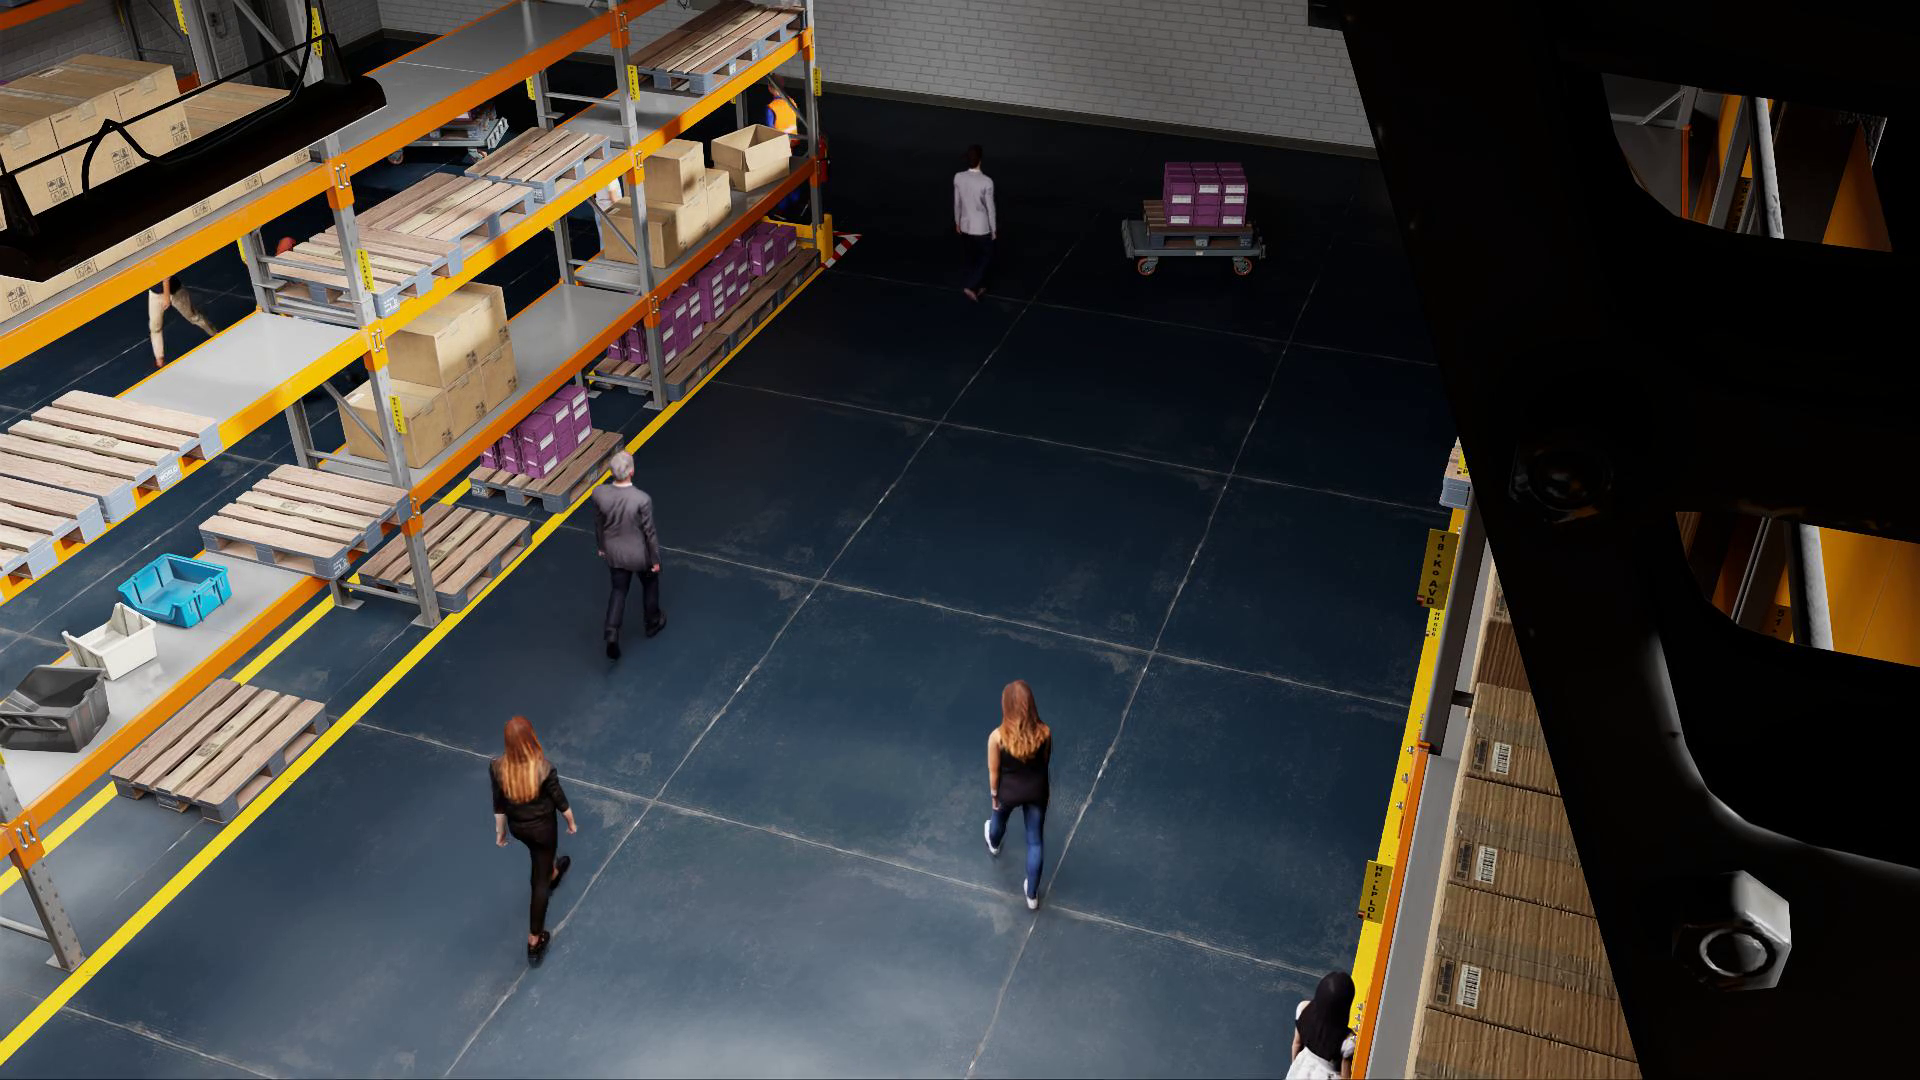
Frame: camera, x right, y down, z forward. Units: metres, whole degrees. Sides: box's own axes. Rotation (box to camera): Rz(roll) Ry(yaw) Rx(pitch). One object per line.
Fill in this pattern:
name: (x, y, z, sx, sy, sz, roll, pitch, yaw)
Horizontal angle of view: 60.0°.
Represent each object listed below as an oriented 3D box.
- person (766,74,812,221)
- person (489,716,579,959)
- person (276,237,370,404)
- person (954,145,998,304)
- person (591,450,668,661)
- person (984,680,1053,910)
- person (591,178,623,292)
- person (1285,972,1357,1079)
person: (-2.164, -4.861, 20.774, 0.899, 1.839, 0.944, 16, 37, 22)
person: (-2.778, 1.928, 10.716, 0.782, 1.667, 1.210, 5, 34, 7)
person: (-6.710, -2.188, 16.832, 0.851, 1.751, 1.070, 27, 42, 34)
person: (0.141, -3.516, 18.747, 0.786, 1.843, 0.912, 19, 38, 26)
person: (-2.672, 0.130, 13.289, 0.804, 1.814, 1.088, 8, 34, 12)
person: (0.423, 1.732, 10.996, 0.862, 1.684, 1.079, -2, 34, -4)
person: (-4.056, -3.715, 19.155, 0.689, 1.723, 0.658, 24, 40, 31)
person: (1.938, 3.001, 9.009, 0.804, 1.769, 0.777, -24, 40, -31)
